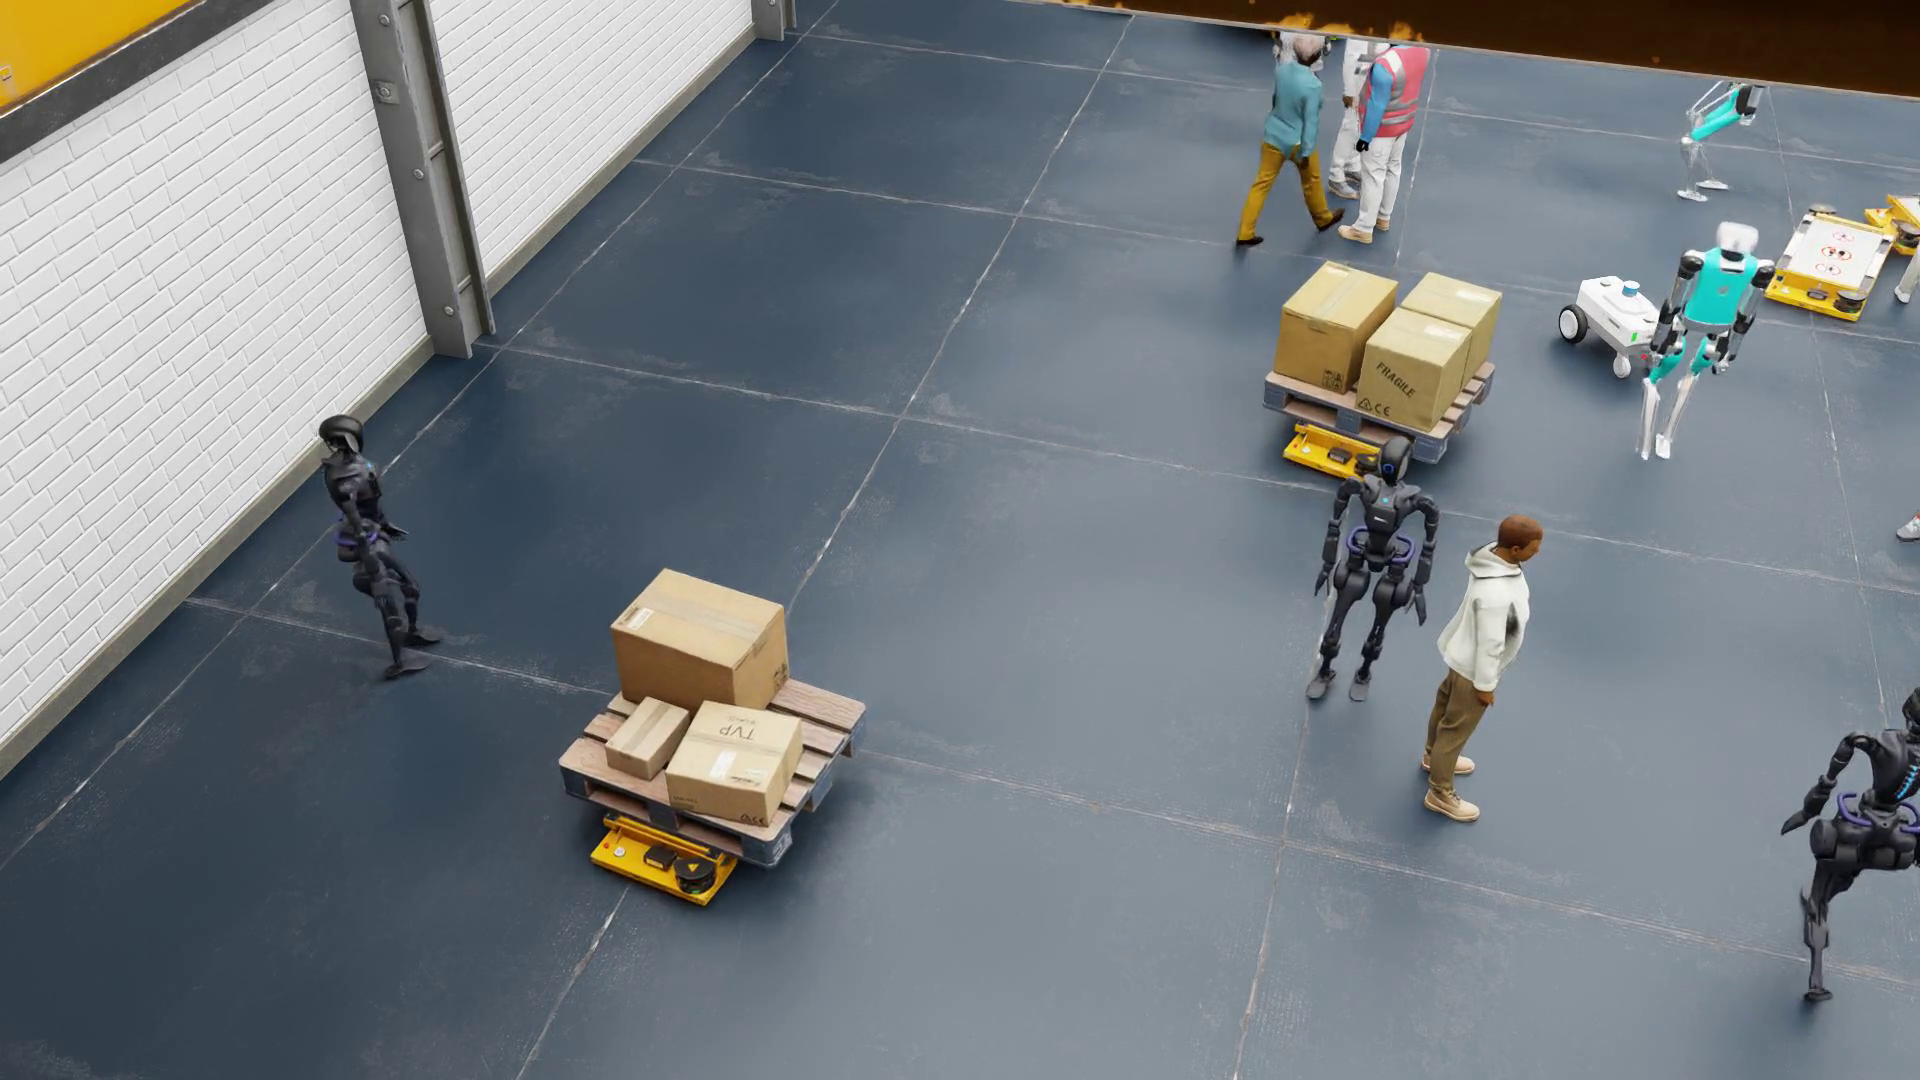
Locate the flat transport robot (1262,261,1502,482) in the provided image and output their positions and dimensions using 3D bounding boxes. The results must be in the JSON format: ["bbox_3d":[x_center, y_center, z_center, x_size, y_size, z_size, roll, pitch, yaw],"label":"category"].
[{"bbox_3d":[2.758,-0.849,11.061,0.659,0.231,1.431,23,44,26],"label":"flat transport robot"}]

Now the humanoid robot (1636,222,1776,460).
[{"bbox_3d":[4.584,-1.275,10.425,0.541,1.784,0.722,8,39,10],"label":"humanoid robot"}]

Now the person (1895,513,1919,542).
[{"bbox_3d":[6.164,-0.901,9.878,0.980,1.833,0.543,-21,43,-24],"label":"person"}]

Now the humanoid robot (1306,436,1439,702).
[{"bbox_3d":[2.157,0.192,8.639,0.599,1.657,0.386,16,42,19],"label":"humanoid robot"}]

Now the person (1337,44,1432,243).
[{"bbox_3d":[3.230,-3.163,12.687,0.429,1.841,0.624,30,48,32],"label":"person"}]

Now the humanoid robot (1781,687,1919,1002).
[{"bbox_3d":[3.989,1.314,7.303,0.586,1.643,0.795,8,39,10],"label":"humanoid robot"}]

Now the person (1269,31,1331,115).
[{"bbox_3d":[2.907,-4.239,14.146,0.530,1.684,0.321,-8,39,-9],"label":"person"}]

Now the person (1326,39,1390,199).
[{"bbox_3d":[3.242,-3.687,13.307,0.354,1.882,0.597,29,47,31],"label":"person"}]

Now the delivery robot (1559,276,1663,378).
[{"bbox_3d":[4.641,-1.550,11.702,0.499,0.592,0.774,-11,40,-13],"label":"delivery robot"}]

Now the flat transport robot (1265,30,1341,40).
[{"bbox_3d":[3.195,-5.280,16.572,0.659,0.231,1.431,-14,41,-17],"label":"flat transport robot"}]

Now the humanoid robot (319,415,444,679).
[{"bbox_3d":[-3.081,0.039,8.828,0.380,1.646,0.591,-7,39,-9],"label":"humanoid robot"}]

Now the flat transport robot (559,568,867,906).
[{"bbox_3d":[-1.213,1.207,8.503,0.659,0.231,1.431,16,42,19],"label":"flat transport robot"}]

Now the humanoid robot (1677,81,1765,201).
[{"bbox_3d":[6.079,-3.564,13.244,0.739,1.752,0.530,7,39,9],"label":"humanoid robot"}]

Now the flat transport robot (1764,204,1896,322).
[{"bbox_3d":[6.635,-2.119,12.640,0.659,0.231,1.431,23,44,25],"label":"flat transport robot"}]

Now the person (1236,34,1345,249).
[{"bbox_3d":[2.573,-3.057,12.657,0.951,1.697,0.528,-25,45,-28],"label":"person"}]

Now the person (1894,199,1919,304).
[{"bbox_3d":[7.158,-2.415,11.911,0.514,1.641,0.308,18,42,21],"label":"person"}]

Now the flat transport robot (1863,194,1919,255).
[{"bbox_3d":[7.979,-2.478,13.087,1.431,0.231,0.659,-1,39,-1],"label":"flat transport robot"}]

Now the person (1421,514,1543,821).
[{"bbox_3d":[2.492,0.590,8.076,0.374,1.766,0.519,8,40,10],"label":"person"}]
